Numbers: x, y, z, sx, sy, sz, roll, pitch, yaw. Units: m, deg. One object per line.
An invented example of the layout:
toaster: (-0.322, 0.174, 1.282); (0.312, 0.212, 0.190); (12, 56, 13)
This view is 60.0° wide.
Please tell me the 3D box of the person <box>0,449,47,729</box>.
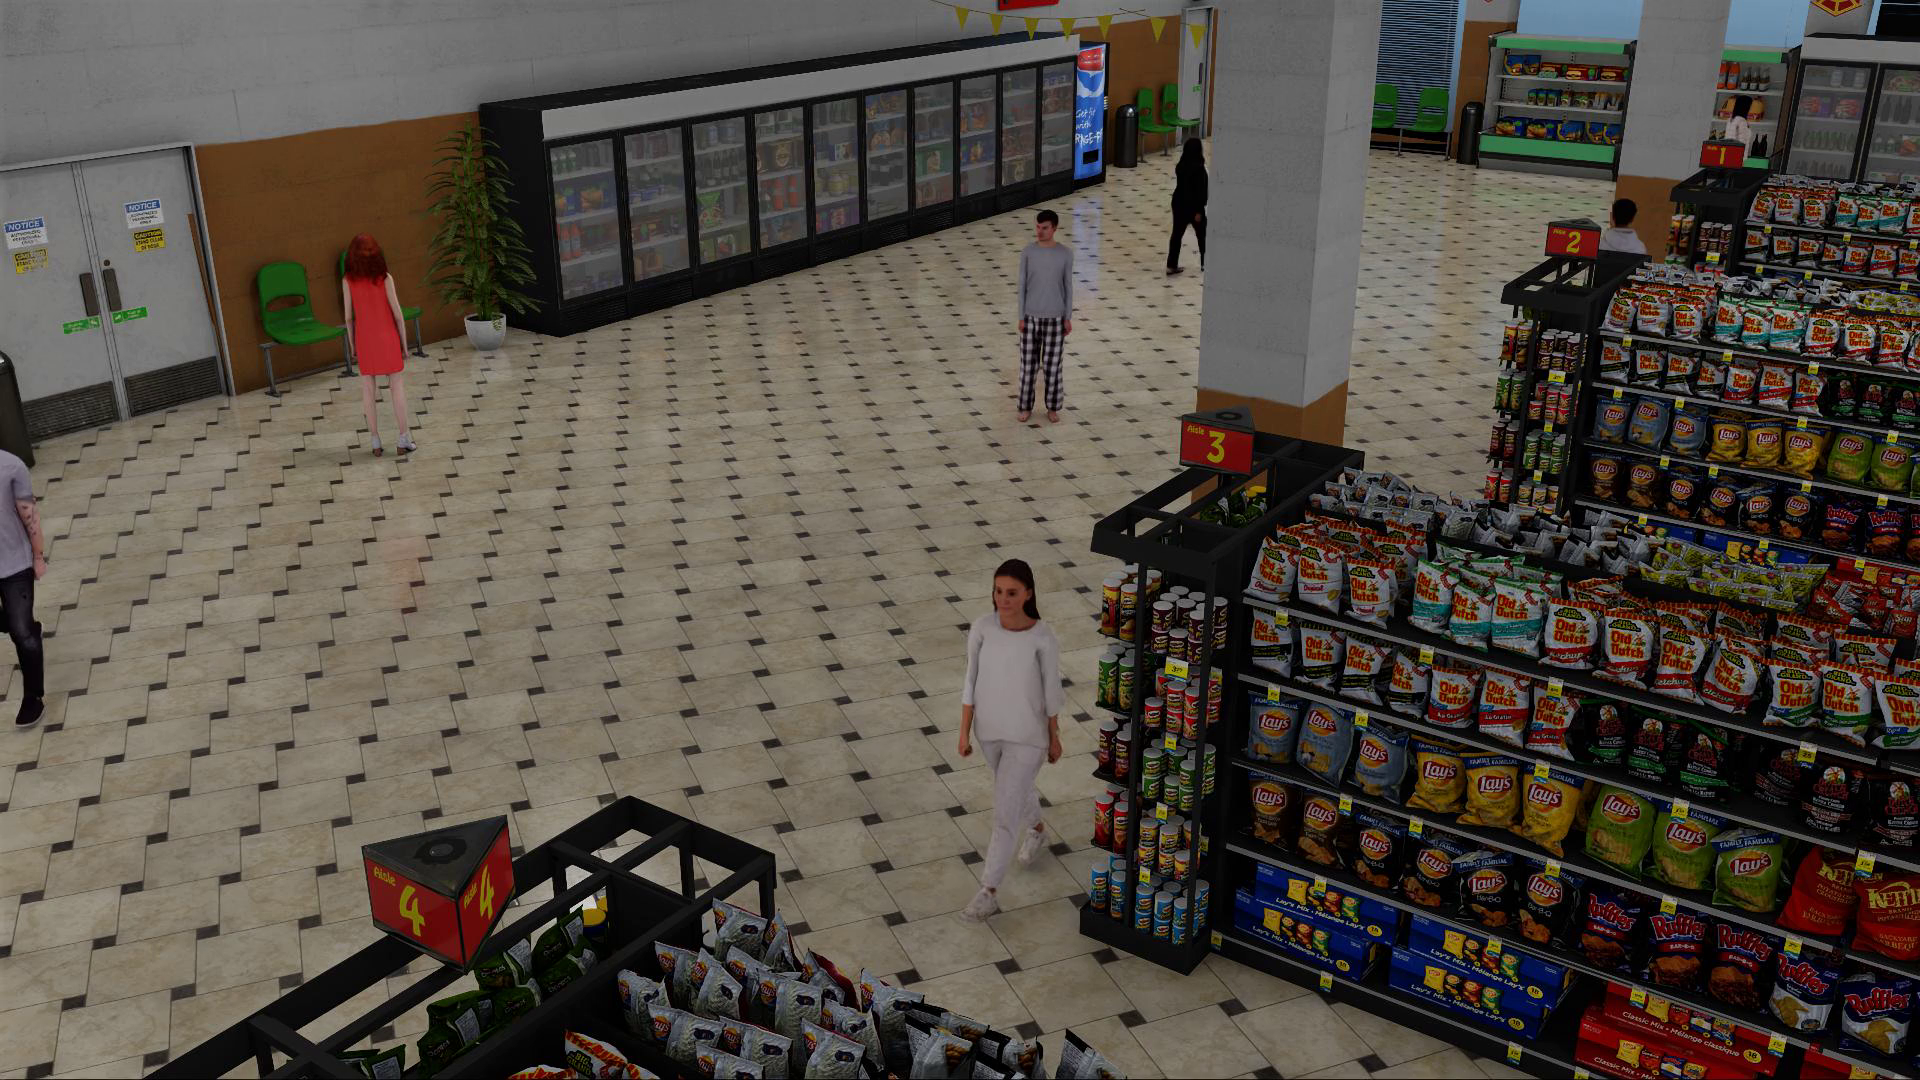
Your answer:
person: (-5.384, 0.101, 9.331); (1.102, 1.814, 1.128); (-2, 22, -6)

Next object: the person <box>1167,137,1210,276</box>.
person: (2.634, -3.891, 19.576); (0.924, 1.585, 0.984); (-16, 27, -34)

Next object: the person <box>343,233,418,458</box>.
person: (-4.724, -1.576, 13.488); (0.647, 1.828, 0.730); (-2, 22, -4)

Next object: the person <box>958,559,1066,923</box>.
person: (0.268, 0.860, 7.668); (1.042, 1.648, 0.738); (12, 25, 27)

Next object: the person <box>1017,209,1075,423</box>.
person: (0.725, -1.943, 14.375); (0.650, 1.846, 0.772); (2, 22, 6)

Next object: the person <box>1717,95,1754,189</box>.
person: (10.751, -5.348, 23.132); (0.750, 1.636, 0.709); (-2, 22, -4)

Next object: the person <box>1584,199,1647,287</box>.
person: (5.625, -1.931, 14.283); (1.233, 1.894, 1.253); (-3, 22, -8)
